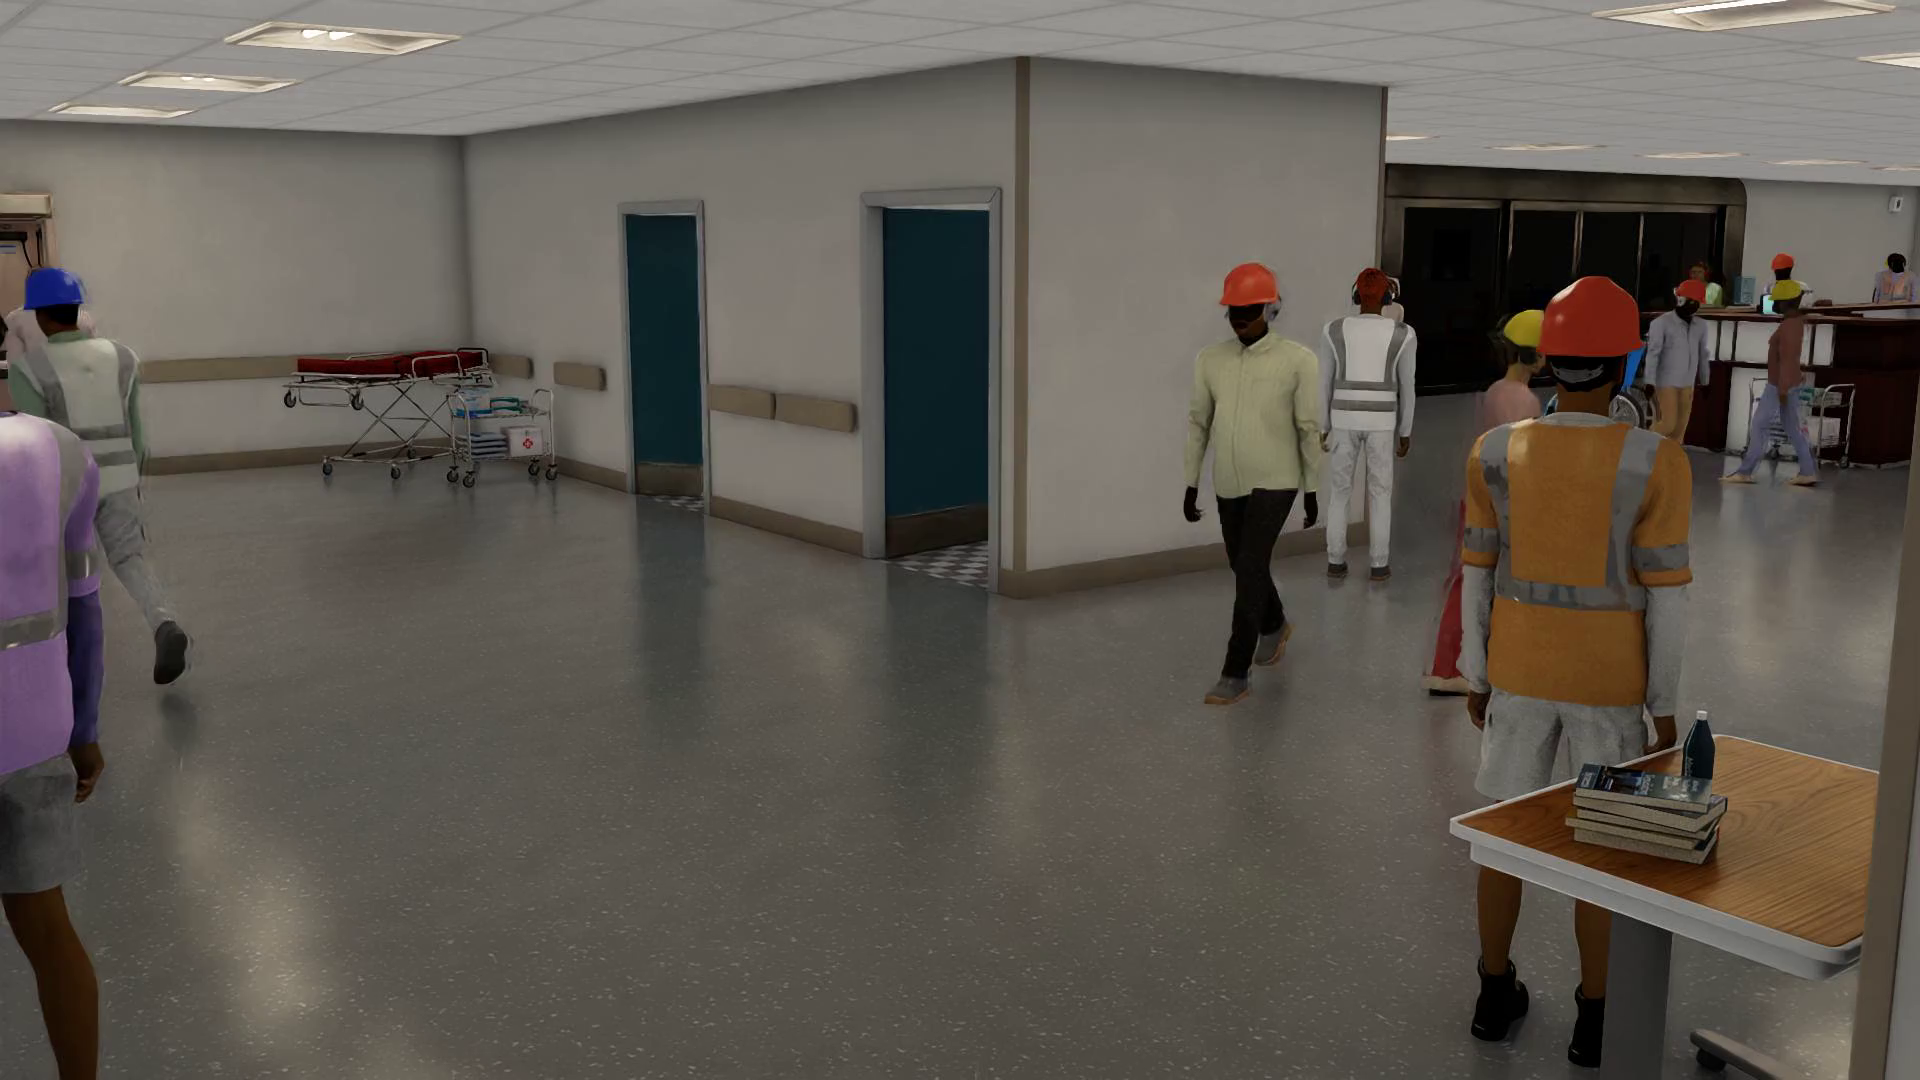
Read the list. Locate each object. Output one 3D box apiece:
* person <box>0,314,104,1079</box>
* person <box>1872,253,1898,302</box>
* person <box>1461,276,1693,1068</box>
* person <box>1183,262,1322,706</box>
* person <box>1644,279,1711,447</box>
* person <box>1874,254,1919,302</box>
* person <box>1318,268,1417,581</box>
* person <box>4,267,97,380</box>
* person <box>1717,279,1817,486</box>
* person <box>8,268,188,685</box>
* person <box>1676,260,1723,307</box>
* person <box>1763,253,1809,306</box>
[{"bbox_3d":[-2.044,0.413,3.423,0.407,2.029,0.613,3,11,18],"label":"person"},{"bbox_3d":[15.661,-3.903,28.083,0.520,1.858,0.333,9,14,42],"label":"person"},{"bbox_3d":[1.508,0.330,4.115,0.545,1.942,0.354,8,13,37],"label":"person"},{"bbox_3d":[1.360,-0.293,7.615,0.623,1.950,1.013,8,13,36],"label":"person"},{"bbox_3d":[6.120,-1.367,14.230,0.600,1.721,0.453,-4,11,-21],"label":"person"},{"bbox_3d":[15.459,-3.801,27.536,0.621,1.845,0.429,8,13,39],"label":"person"},{"bbox_3d":[2.437,-0.687,10.007,0.568,1.878,0.351,3,11,16],"label":"person"},{"bbox_3d":[-6.742,-1.099,12.392,0.659,1.853,1.012,-10,14,-43],"label":"person"},{"bbox_3d":[6.847,-1.309,13.901,0.753,1.733,0.553,8,13,38],"label":"person"},{"bbox_3d":[-3.903,-0.264,7.512,0.826,1.917,0.606,8,13,37],"label":"person"},{"bbox_3d":[9.309,-2.616,20.981,0.579,1.812,0.782,8,13,38],"label":"person"},{"bbox_3d":[9.788,-2.462,19.881,0.855,1.894,0.560,-6,12,-31],"label":"person"}]
